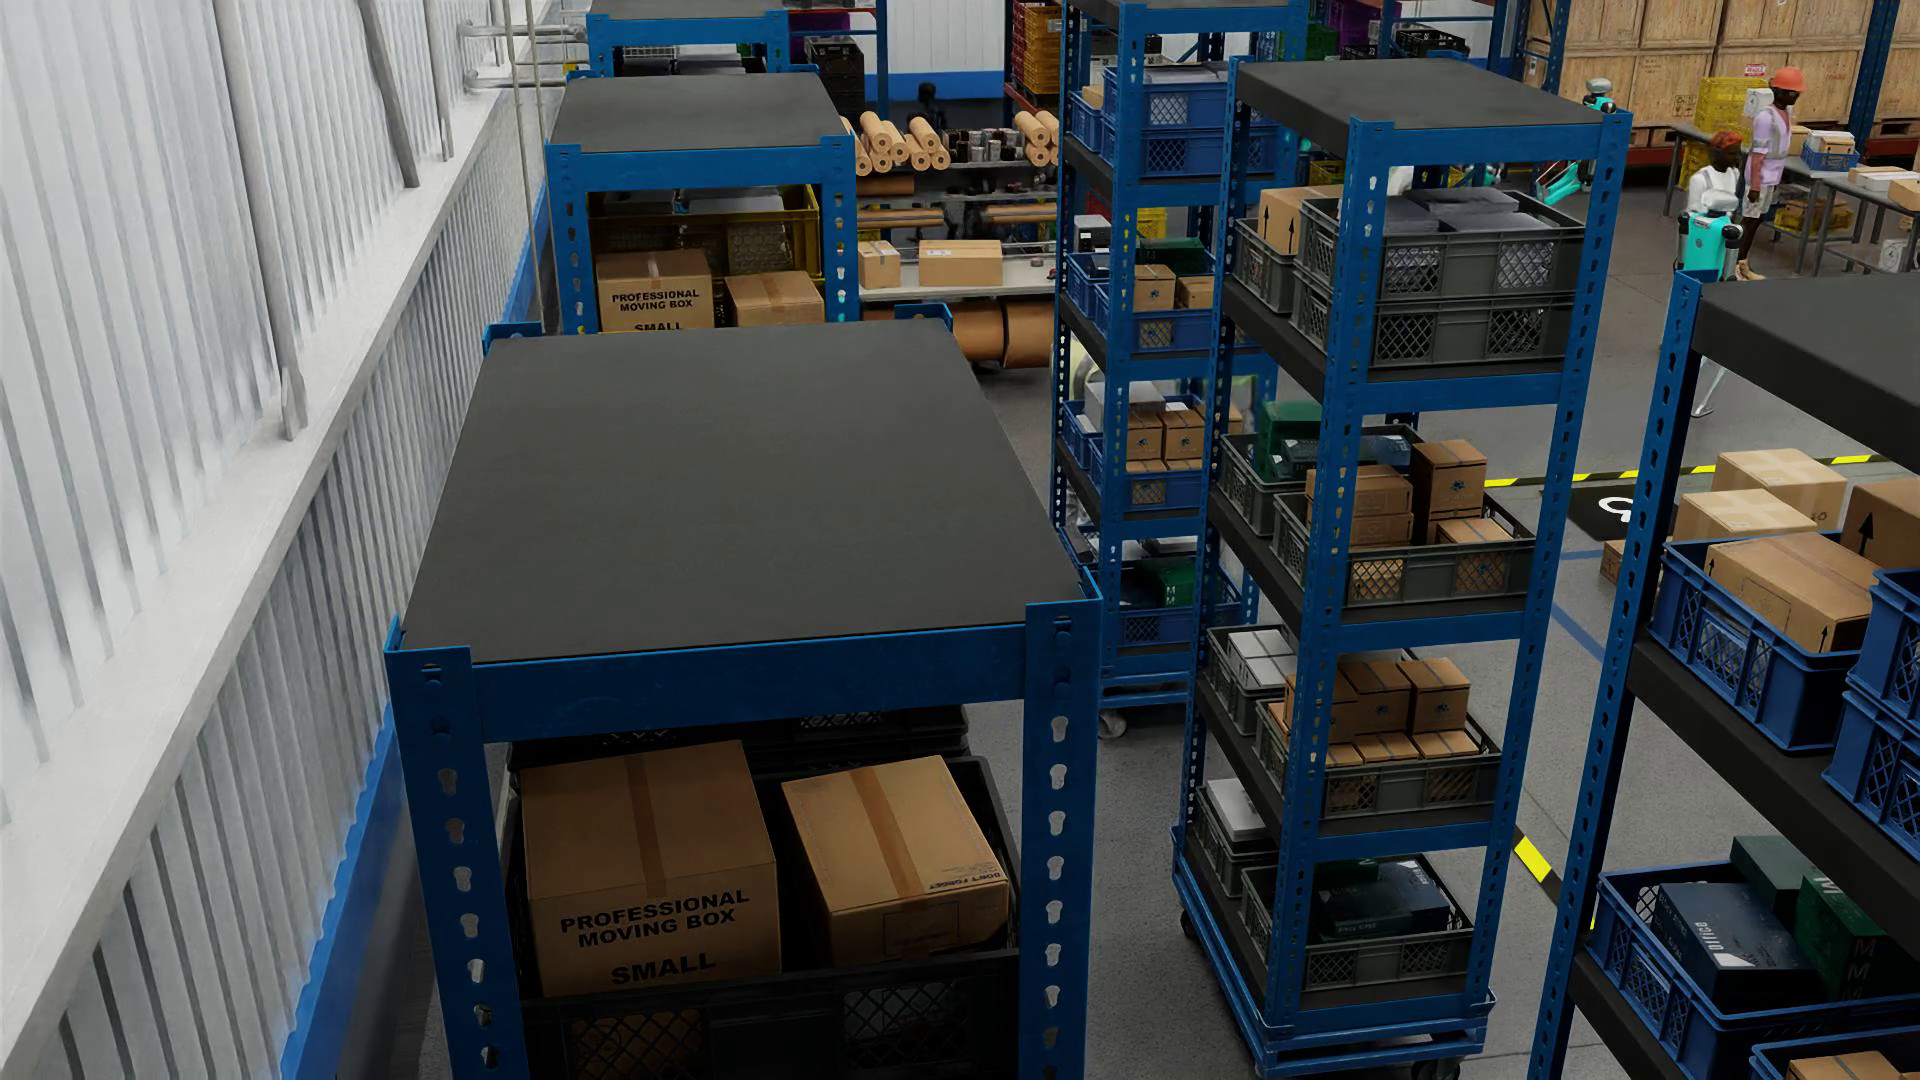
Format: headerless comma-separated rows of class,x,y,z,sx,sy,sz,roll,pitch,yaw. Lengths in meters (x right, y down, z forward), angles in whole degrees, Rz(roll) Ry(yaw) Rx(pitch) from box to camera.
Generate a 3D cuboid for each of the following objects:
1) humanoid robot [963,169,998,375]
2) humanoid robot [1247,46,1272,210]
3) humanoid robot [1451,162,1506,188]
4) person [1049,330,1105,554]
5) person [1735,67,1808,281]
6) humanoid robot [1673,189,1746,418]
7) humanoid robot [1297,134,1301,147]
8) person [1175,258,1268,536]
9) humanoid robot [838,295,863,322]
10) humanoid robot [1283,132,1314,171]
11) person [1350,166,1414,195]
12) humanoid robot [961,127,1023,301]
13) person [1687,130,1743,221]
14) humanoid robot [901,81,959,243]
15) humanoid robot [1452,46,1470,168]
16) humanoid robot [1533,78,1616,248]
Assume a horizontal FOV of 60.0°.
humanoid robot,0.081,-2.146,13.276,0.452,1.637,0.610,9,26,18
humanoid robot,3.339,-4.539,18.446,0.571,1.800,0.838,-4,25,-8
humanoid robot,5.159,-3.703,16.722,0.563,1.894,0.756,-3,25,-7
person,0.757,-0.533,9.575,0.429,1.842,0.632,-11,27,-23
person,7.518,-3.364,15.491,0.389,2.040,0.613,19,31,36
humanoid robot,5.558,-1.739,12.162,0.735,1.677,0.533,-11,27,-23
humanoid robot,3.674,-4.606,18.620,0.335,1.655,0.614,-2,25,-4
person,1.604,-0.825,10.217,0.593,1.836,0.529,-2,25,-5
humanoid robot,-0.753,-0.647,10.088,0.571,1.904,0.747,-7,26,-15
humanoid robot,3.716,-4.473,18.282,0.533,1.807,0.691,3,25,6
person,3.437,-2.487,13.696,0.603,1.949,0.395,7,26,15
humanoid robot,0.238,-2.866,14.843,0.589,1.642,0.503,-12,27,-24
person,6.088,-2.403,13.604,0.575,1.878,0.360,-17,30,-33
humanoid robot,-0.317,-3.814,16.923,0.599,1.643,0.574,-20,32,-37
humanoid robot,5.722,-4.885,19.244,0.635,1.641,0.377,19,31,36
humanoid robot,5.981,-3.688,16.436,0.730,1.695,0.533,-2,25,-4
